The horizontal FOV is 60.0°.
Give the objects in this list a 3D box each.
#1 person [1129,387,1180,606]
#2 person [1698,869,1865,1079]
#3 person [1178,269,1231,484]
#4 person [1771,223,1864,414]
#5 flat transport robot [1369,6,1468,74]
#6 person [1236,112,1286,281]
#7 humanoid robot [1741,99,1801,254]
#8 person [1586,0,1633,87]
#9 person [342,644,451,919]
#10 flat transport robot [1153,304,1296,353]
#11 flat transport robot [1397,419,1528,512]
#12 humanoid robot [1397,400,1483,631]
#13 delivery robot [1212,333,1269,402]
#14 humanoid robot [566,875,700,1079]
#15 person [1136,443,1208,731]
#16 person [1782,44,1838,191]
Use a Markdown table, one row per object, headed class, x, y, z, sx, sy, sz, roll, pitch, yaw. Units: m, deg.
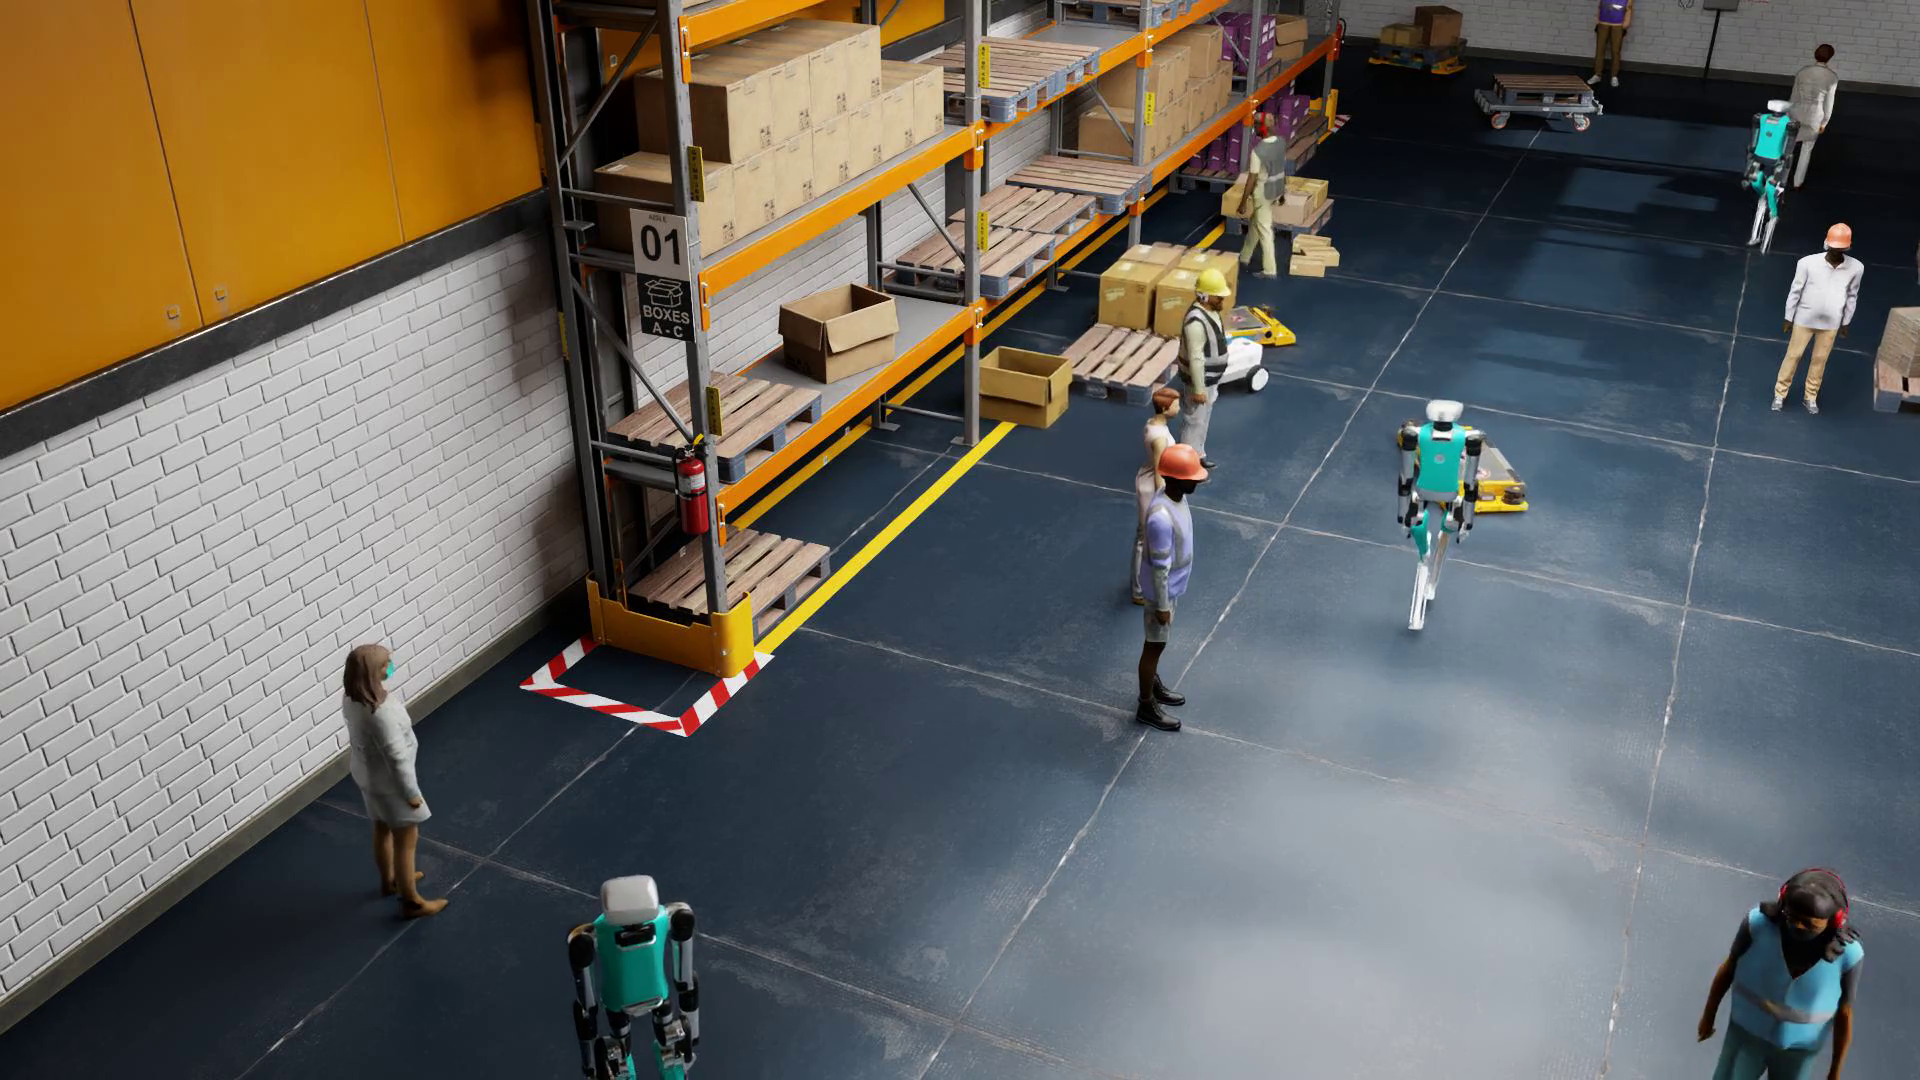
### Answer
| class | x | y | z | sx | sy | sz | roll | pitch | yaw |
| --- | --- | --- | --- | --- | --- | --- | --- | --- | --- |
| person | 1.385 | -0.317 | 11.856 | 0.275 | 1.652 | 0.451 | 0 | 28 | 1 |
| person | 3.476 | 2.132 | 7.101 | 0.571 | 1.852 | 0.452 | 14 | 31 | 25 |
| person | 1.984 | -1.350 | 13.596 | 0.403 | 1.824 | 0.602 | 10 | 30 | 17 |
| person | 7.651 | -1.972 | 14.819 | 0.574 | 1.749 | 0.333 | 7 | 29 | 12 |
| flat transport robot | 7.528 | -7.888 | 27.355 | 1.431 | 0.231 | 0.659 | 22 | 35 | 35 |
| person | 3.196 | -3.747 | 18.051 | 0.809 | 1.809 | 0.602 | 22 | 35 | 35 |
| humanoid robot | 9.206 | -4.089 | 18.840 | 0.743 | 1.847 | 0.535 | -21 | 35 | -33 |
| person | 10.194 | -8.072 | 25.966 | 0.548 | 1.920 | 0.453 | 23 | 36 | 36 |
| person | -3.047 | 1.277 | 8.898 | 0.338 | 1.658 | 0.484 | -24 | 36 | -37 |
| flat transport robot | 2.559 | -2.089 | 16.602 | 1.431 | 0.231 | 0.659 | -7 | 29 | -13 |
| flat transport robot | 4.181 | -0.625 | 13.887 | 0.659 | 0.231 | 1.431 | -1 | 28 | -3 |
| humanoid robot | 3.318 | -0.229 | 11.621 | 0.563 | 1.746 | 1.014 | 9 | 30 | 16 |
| delivery robot | 2.475 | -1.622 | 15.449 | 0.798 | 0.608 | 0.499 | -19 | 34 | -31 |
| humanoid robot | -1.282 | 2.314 | 7.010 | 0.546 | 1.913 | 0.706 | -12 | 31 | -21 |
| person | 1.315 | 0.276 | 10.459 | 0.372 | 1.938 | 0.545 | 8 | 29 | 14 |
| person | 10.671 | -5.308 | 20.940 | 0.520 | 1.824 | 0.363 | 18 | 33 | 30 |
